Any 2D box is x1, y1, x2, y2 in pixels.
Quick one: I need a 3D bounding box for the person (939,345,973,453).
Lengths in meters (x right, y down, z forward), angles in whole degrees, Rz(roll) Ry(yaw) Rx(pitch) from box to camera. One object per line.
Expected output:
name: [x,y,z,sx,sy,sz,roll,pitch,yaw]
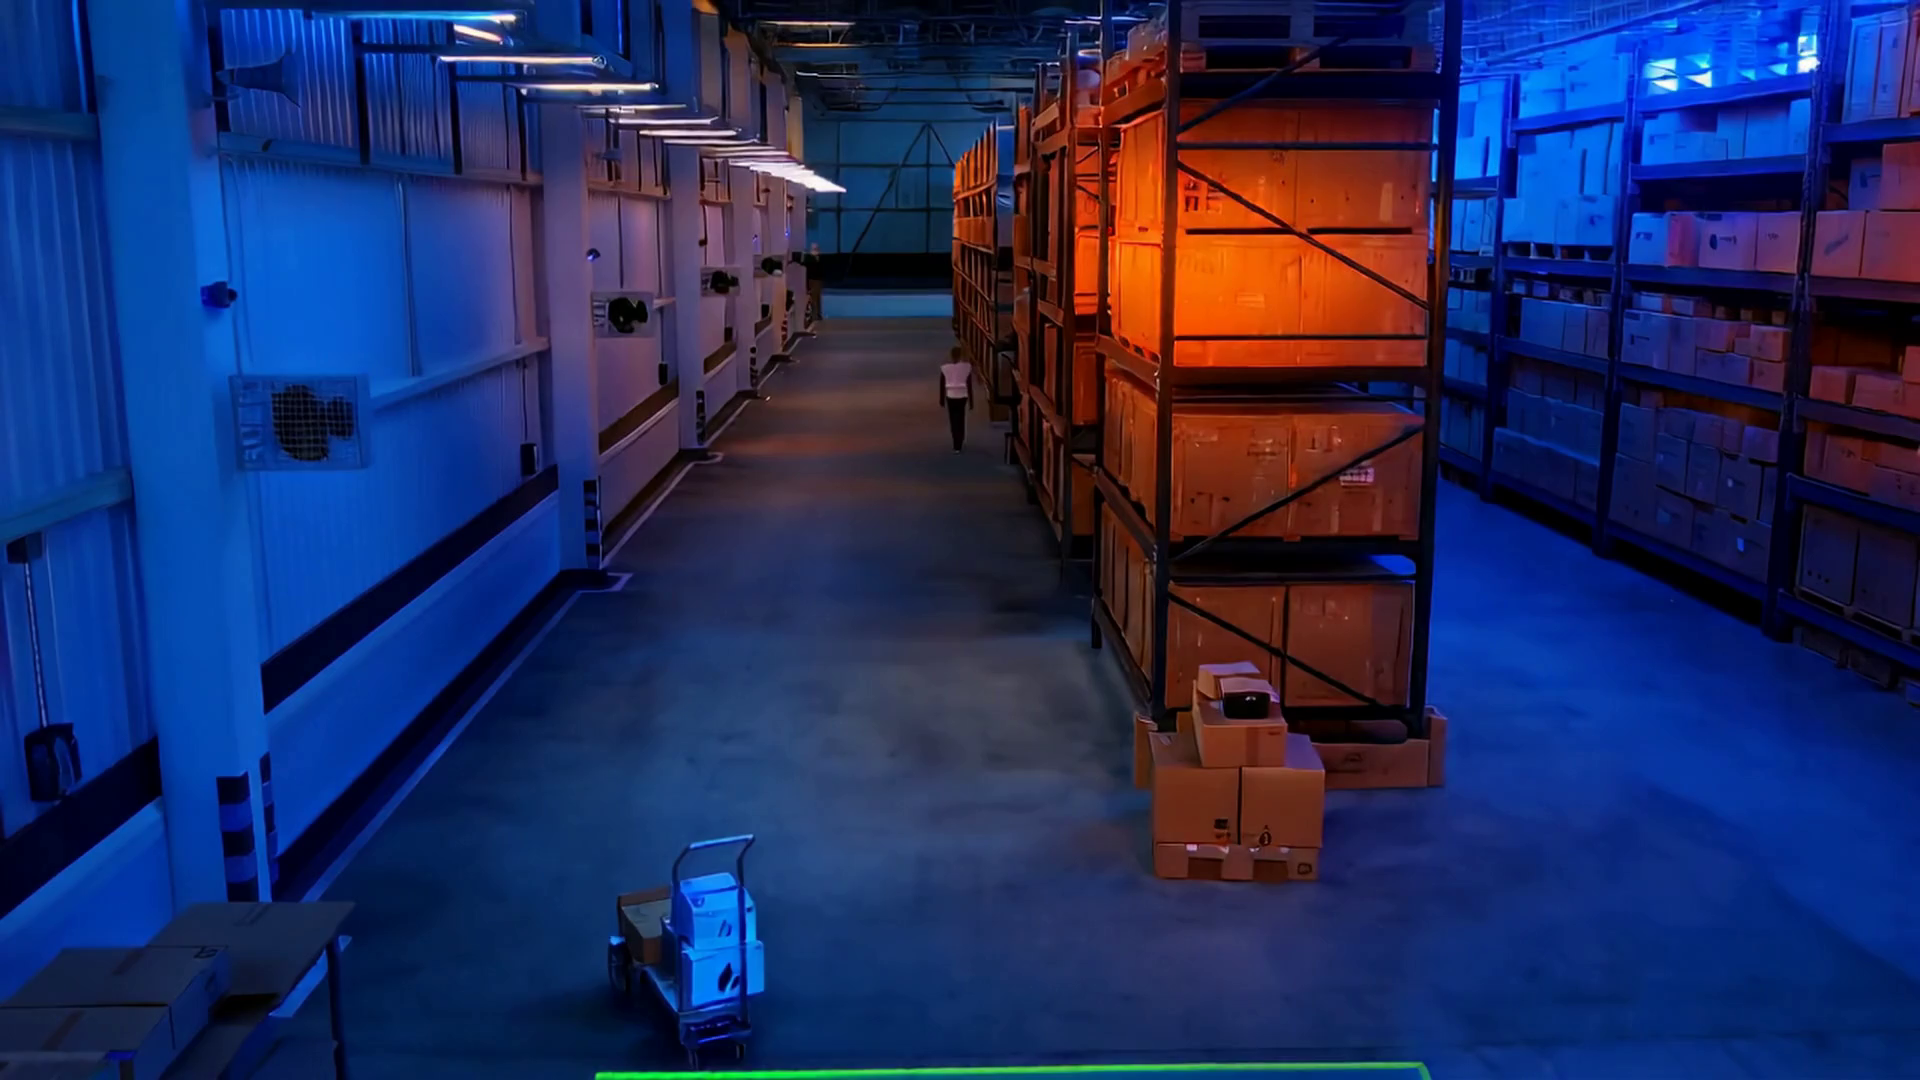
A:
person: [-0.093,-2.510,29.526,0.591,1.879,0.888,-2,11,-12]
